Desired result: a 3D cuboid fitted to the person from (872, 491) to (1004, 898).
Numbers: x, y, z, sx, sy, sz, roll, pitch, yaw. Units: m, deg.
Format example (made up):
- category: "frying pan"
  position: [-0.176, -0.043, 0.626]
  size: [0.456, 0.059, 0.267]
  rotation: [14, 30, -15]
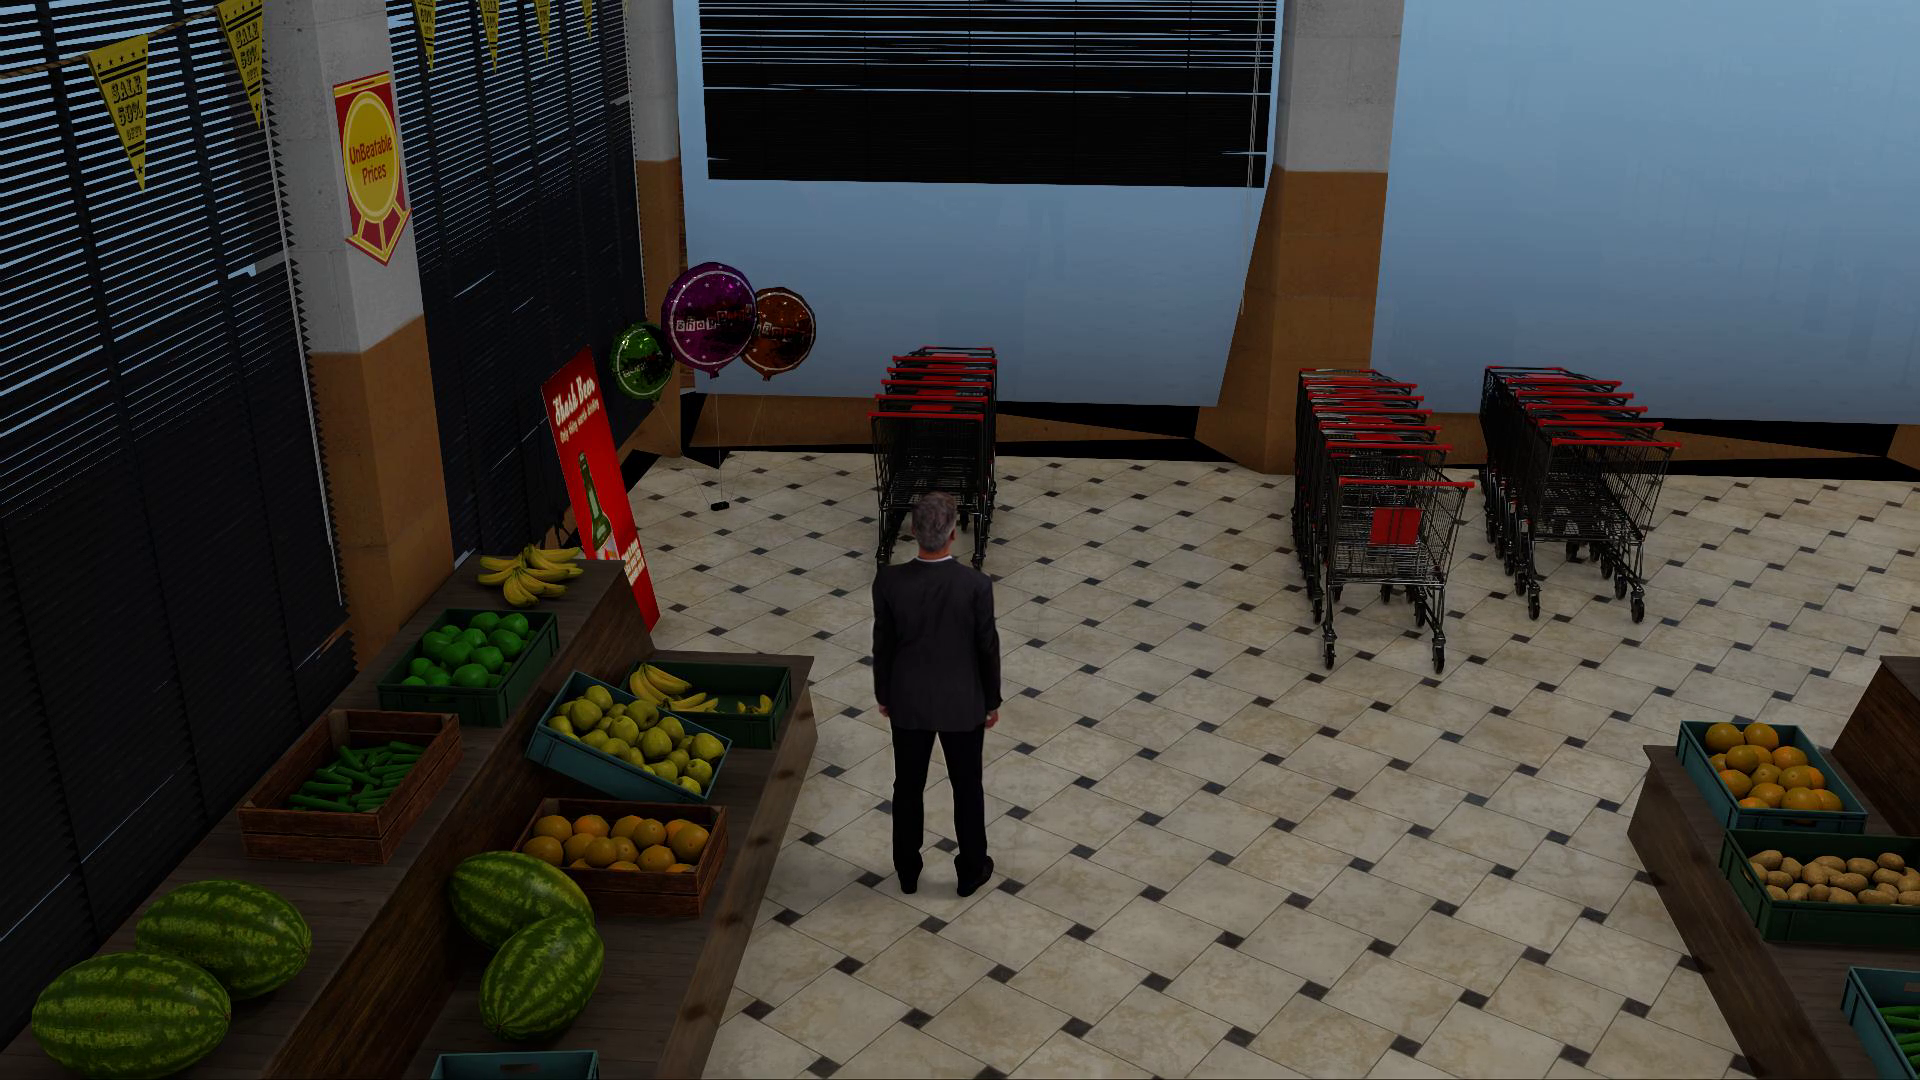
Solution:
- category: "person"
  position: [-0.095, 0.659, 7.013]
  size: [0.703, 1.842, 0.587]
  rotation: [3, 22, 7]
